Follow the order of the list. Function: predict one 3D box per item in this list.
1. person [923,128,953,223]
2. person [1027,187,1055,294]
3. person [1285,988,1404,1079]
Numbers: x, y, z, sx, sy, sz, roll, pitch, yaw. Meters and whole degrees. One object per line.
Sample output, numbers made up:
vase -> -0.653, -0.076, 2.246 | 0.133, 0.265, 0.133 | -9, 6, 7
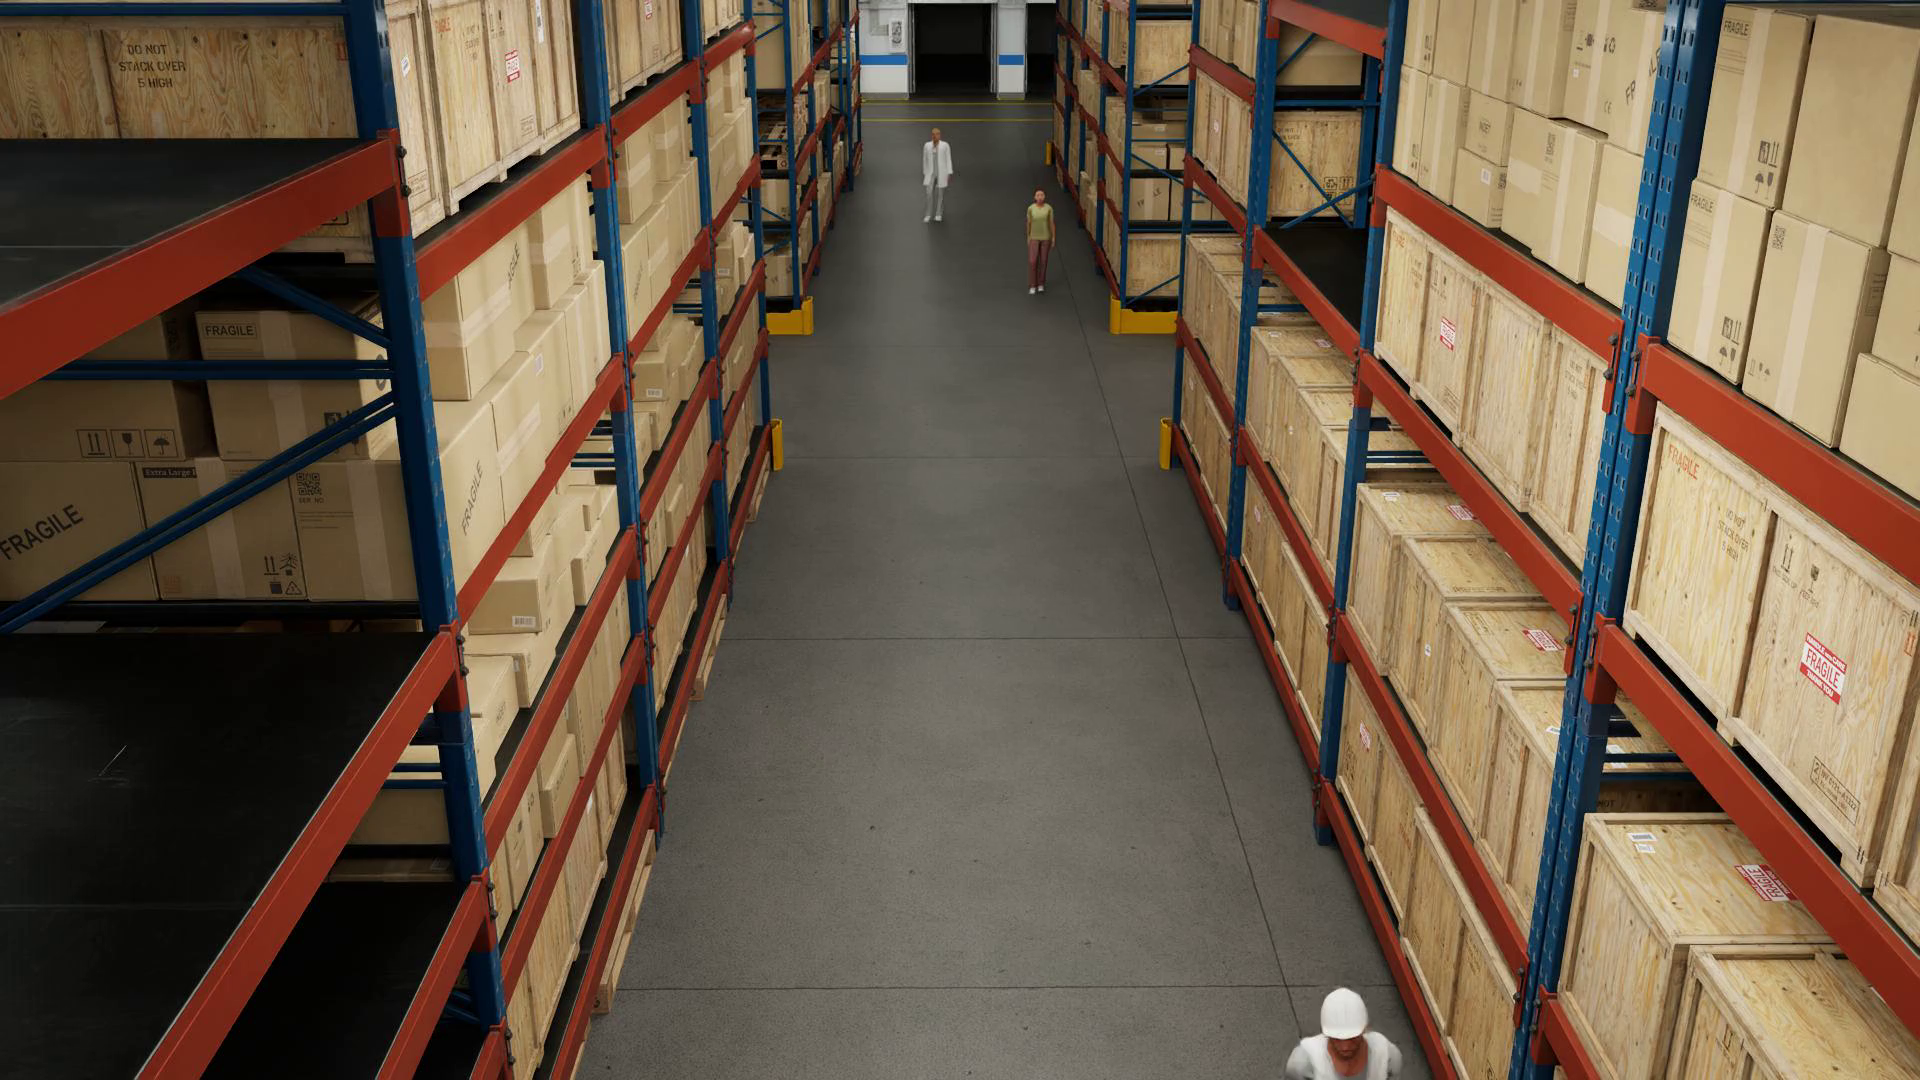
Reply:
person -> -0.447, -7.120, 32.518 | 0.601, 1.781, 0.673 | 2, 22, 5
person -> 1.319, -4.823, 26.845 | 0.449, 1.669, 0.630 | -1, 22, -3
person -> 1.710, 2.787, 7.379 | 0.571, 1.789, 0.499 | 0, 22, 0
